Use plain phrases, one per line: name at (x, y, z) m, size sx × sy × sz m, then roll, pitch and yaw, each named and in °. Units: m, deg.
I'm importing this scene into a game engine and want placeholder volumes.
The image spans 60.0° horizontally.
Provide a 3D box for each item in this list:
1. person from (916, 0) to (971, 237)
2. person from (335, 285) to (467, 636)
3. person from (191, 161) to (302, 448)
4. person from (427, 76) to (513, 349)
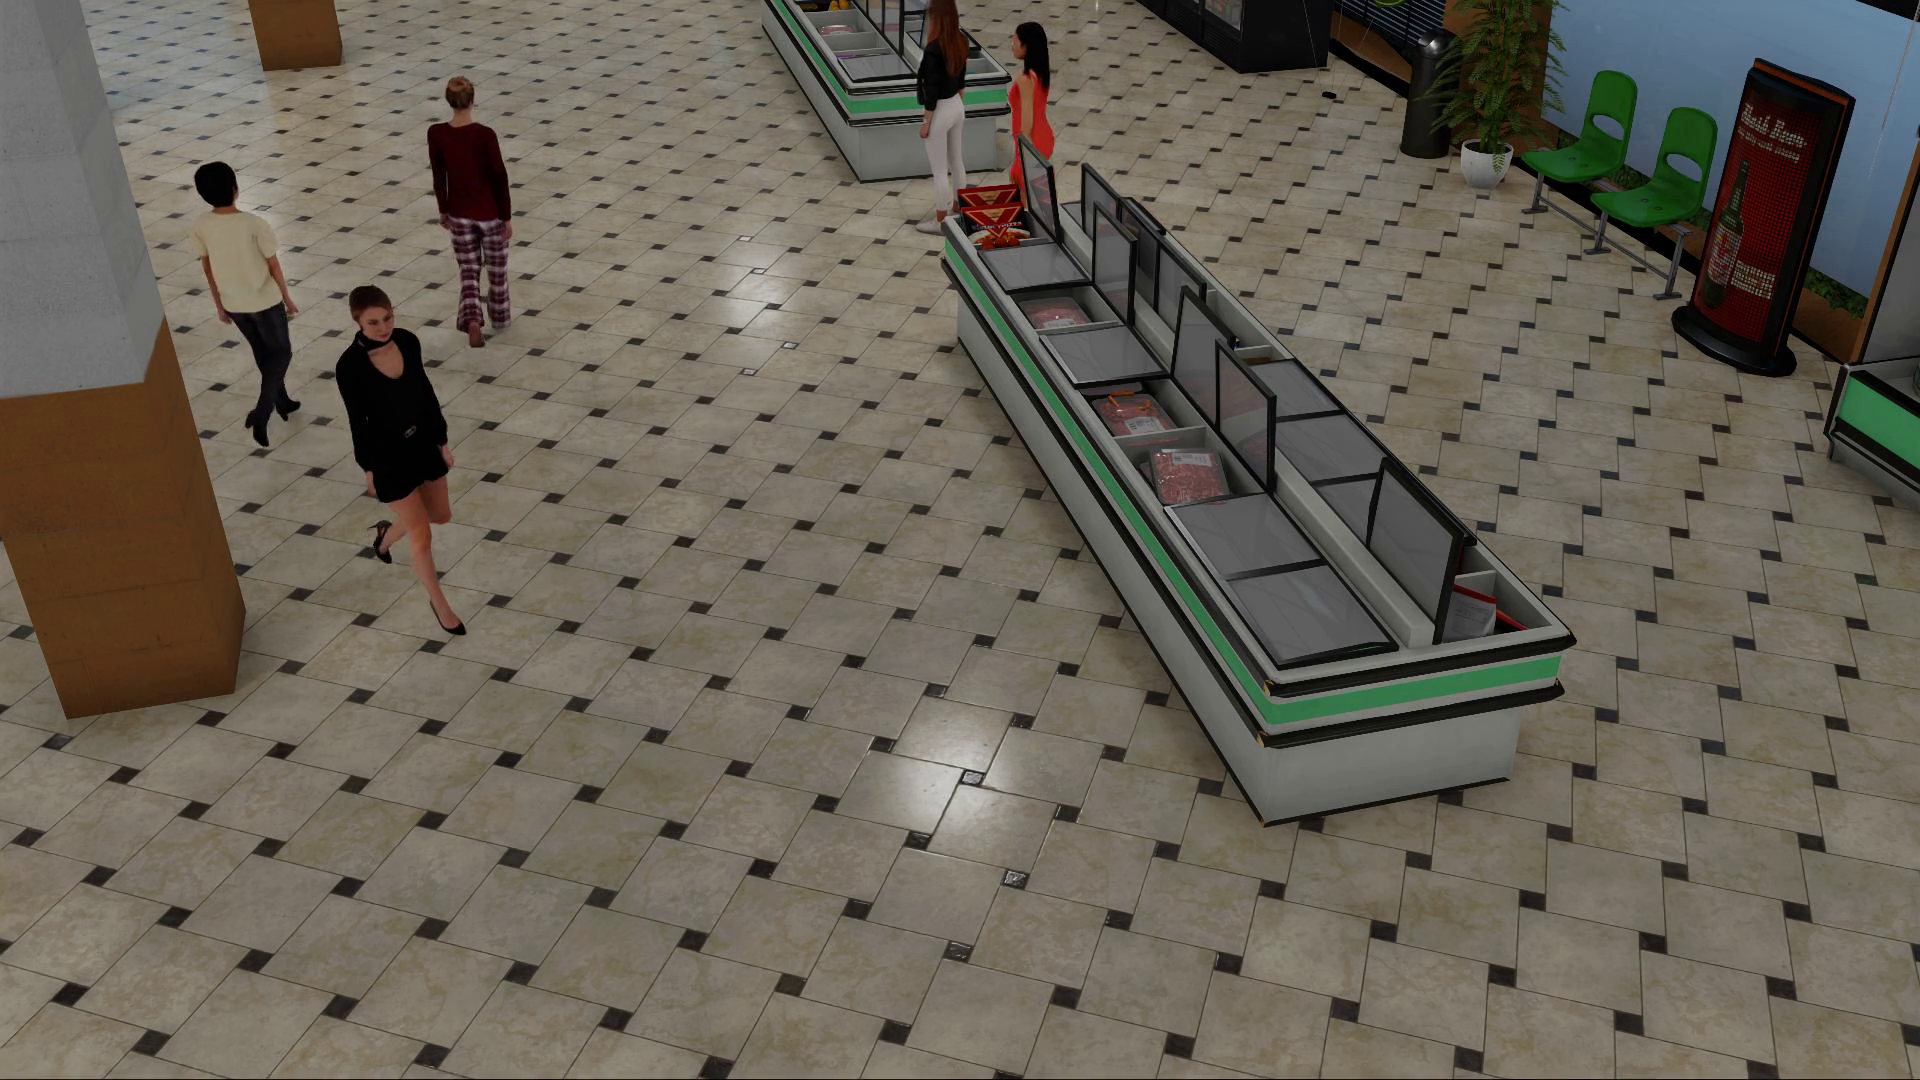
person at (-0.110, -3.022, 11.815) m, size 0.712 × 1.703 × 0.670 m, roll 21°, pitch 37°, yaw 29°
person at (-2.551, -0.369, 7.515) m, size 1.007 × 1.741 × 0.897 m, roll 22°, pitch 38°, yaw 32°
person at (-3.892, -1.257, 9.110) m, size 0.789 × 1.564 × 1.034 m, roll 2°, pitch 32°, yaw 3°
person at (-2.980, -1.969, 10.149) m, size 0.768 × 1.676 × 0.999 m, roll 0°, pitch 32°, yaw 0°
